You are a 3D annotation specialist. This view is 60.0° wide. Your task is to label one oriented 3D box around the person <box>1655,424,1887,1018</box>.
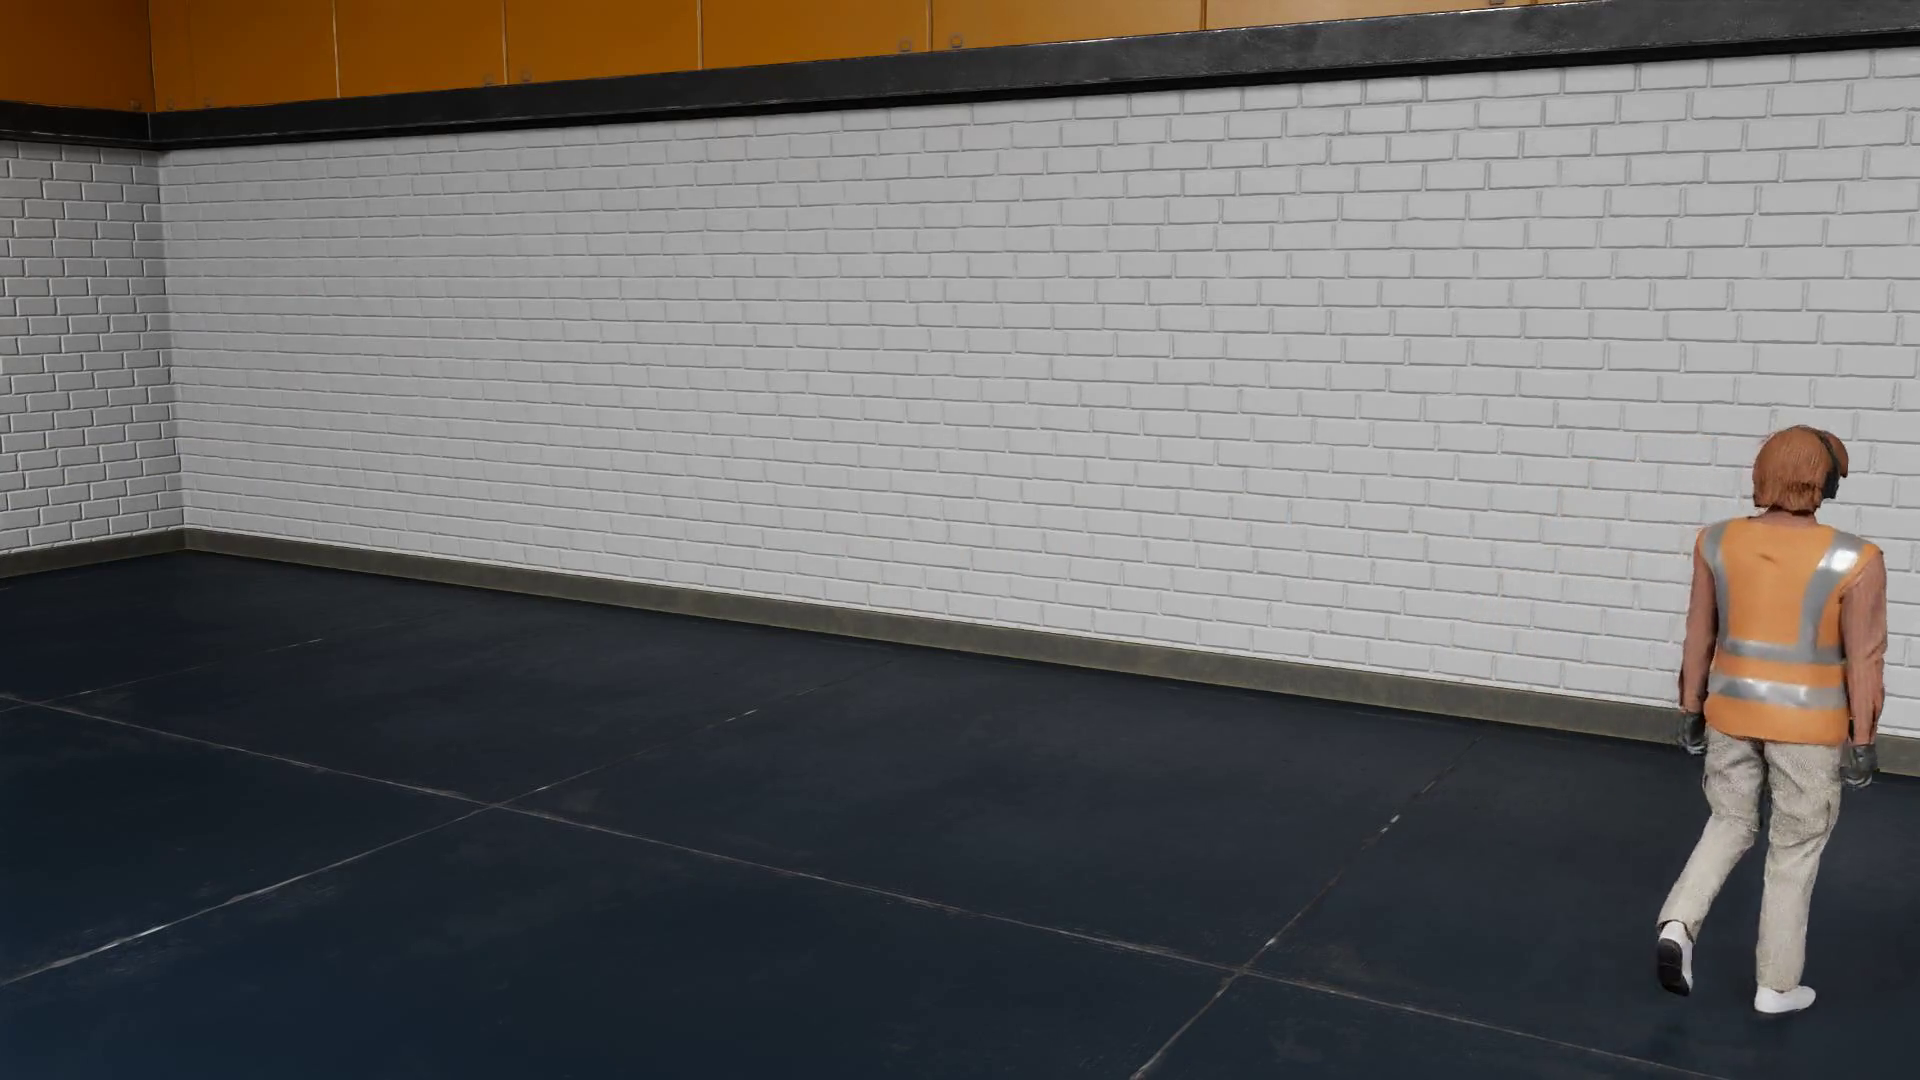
[{"bbox_3d":[2.151,0.510,4.442,0.458,1.629,0.526,-7,11,-36],"label":"person"}]
